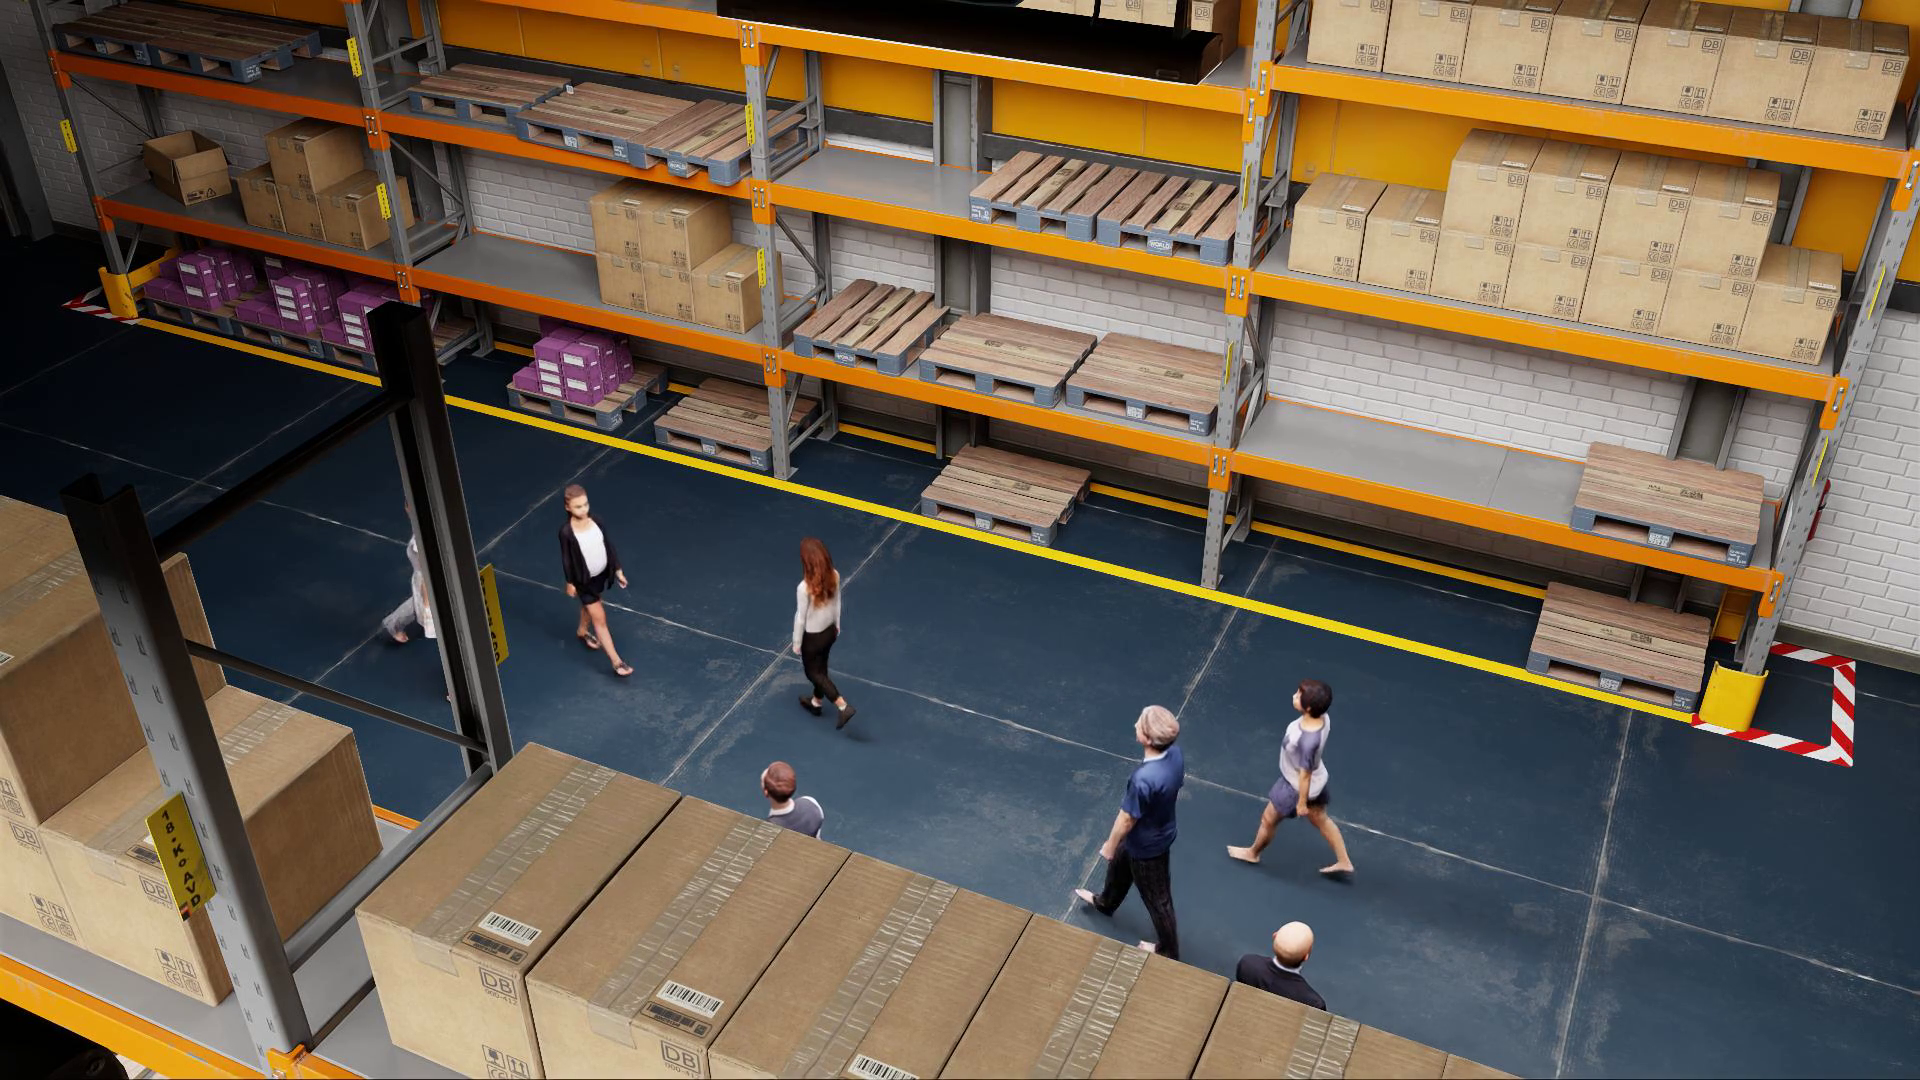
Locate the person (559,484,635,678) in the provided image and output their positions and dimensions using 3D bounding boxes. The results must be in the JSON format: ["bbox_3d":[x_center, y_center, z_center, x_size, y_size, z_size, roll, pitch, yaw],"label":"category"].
[{"bbox_3d":[-2.789,0.231,12.362,1.104,1.521,0.796,29,43,36],"label":"person"}]

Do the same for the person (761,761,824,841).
[{"bbox_3d":[-0.958,2.001,9.322,0.649,1.938,0.719,25,41,32],"label":"person"}]

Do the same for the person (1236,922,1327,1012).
[{"bbox_3d":[1.580,2.623,8.510,0.634,1.802,0.806,25,41,33],"label":"person"}]

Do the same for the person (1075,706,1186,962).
[{"bbox_3d":[1.190,1.779,9.741,0.988,1.844,0.673,15,36,21],"label":"person"}]

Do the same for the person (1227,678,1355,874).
[{"bbox_3d":[2.217,1.530,10.403,1.024,1.527,0.575,14,36,20],"label":"person"}]

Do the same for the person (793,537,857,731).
[{"bbox_3d":[-0.943,0.690,11.722,0.906,1.464,0.733,23,40,30],"label":"person"}]
